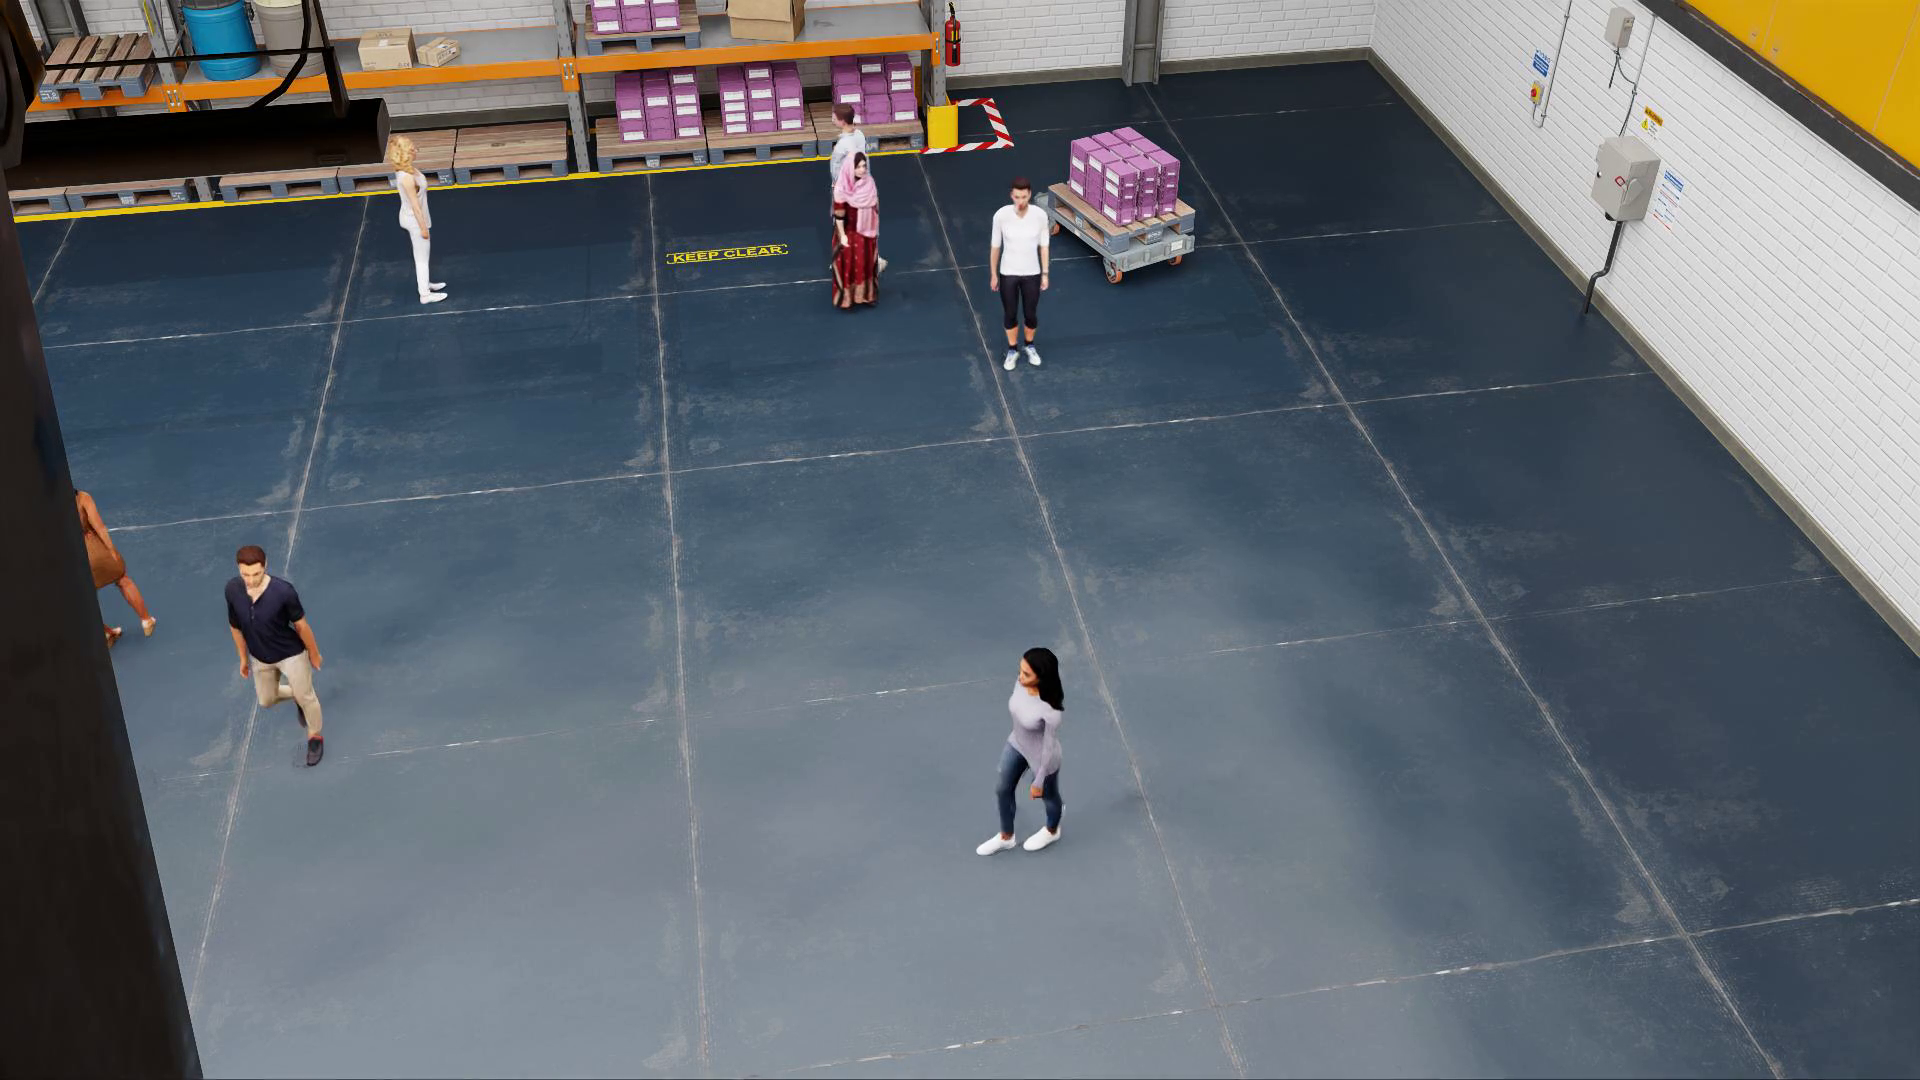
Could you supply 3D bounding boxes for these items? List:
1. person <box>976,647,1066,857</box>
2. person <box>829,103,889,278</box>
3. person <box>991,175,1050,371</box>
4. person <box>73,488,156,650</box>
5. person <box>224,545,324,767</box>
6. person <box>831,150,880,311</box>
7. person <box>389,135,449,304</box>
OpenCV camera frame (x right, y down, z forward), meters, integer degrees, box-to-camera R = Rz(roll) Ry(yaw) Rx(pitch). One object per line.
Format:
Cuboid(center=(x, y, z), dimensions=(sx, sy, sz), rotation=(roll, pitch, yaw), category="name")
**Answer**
Cuboid(center=(0.553, 1.302, 10.307), dimensions=(0.902, 1.717, 0.789), rotation=(-20, 43, -23), category="person")
Cuboid(center=(-0.989, -3.285, 15.957), dimensions=(1.056, 1.833, 0.927), rotation=(14, 41, 17), category="person")
Cuboid(center=(0.536, -2.410, 14.851), dimensions=(0.638, 1.845, 0.798), rotation=(0, 39, 0), category="person")
Cuboid(center=(-6.249, 0.144, 11.785), dimensions=(0.548, 1.681, 0.663), rotation=(-6, 39, -8), category="person")
Cuboid(center=(-4.481, 0.685, 10.979), dimensions=(0.777, 1.840, 0.792), rotation=(3, 39, 4), category="person")
Cuboid(center=(-0.990, -2.925, 15.663), dimensions=(0.674, 1.637, 0.833), rotation=(-22, 44, -25), category="person")
Cuboid(center=(-5.189, -3.066, 15.812), dimensions=(0.627, 1.671, 0.635), rotation=(-16, 41, -20), category="person")
